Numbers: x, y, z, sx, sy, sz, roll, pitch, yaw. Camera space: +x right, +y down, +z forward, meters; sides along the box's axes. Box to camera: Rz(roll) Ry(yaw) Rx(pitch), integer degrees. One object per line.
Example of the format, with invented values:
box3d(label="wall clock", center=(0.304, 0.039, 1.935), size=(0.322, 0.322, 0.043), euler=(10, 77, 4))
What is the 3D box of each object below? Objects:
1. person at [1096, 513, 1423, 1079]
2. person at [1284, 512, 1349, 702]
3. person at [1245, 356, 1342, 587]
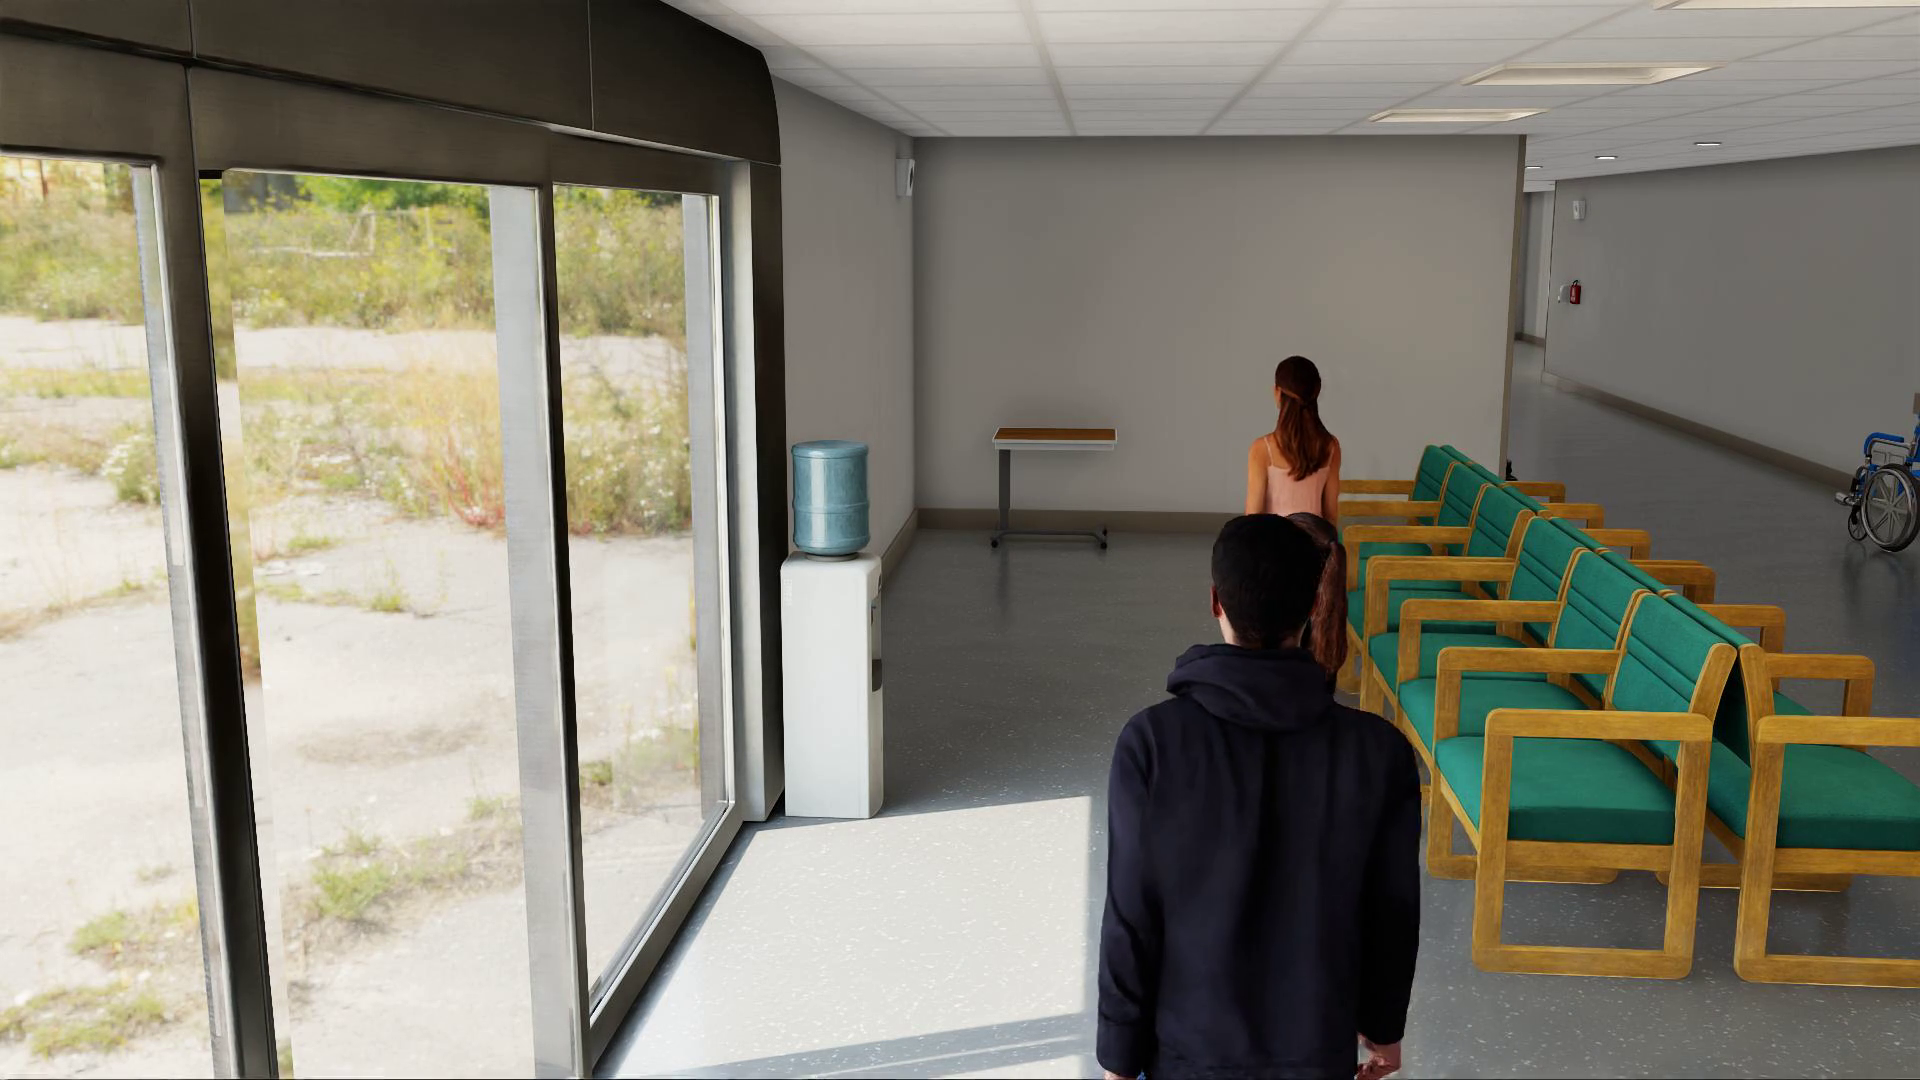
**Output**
box3d(label="person", center=(0.483, 0.927, 2.732), size=(1.056, 1.843, 0.781), euler=(0, 11, 2))
box3d(label="person", center=(0.967, 0.678, 4.813), size=(0.645, 1.555, 0.701), euler=(-10, 15, -43))
box3d(label="person", center=(1.372, 0.194, 6.698), size=(0.908, 1.804, 0.774), euler=(-1, 11, -8))
